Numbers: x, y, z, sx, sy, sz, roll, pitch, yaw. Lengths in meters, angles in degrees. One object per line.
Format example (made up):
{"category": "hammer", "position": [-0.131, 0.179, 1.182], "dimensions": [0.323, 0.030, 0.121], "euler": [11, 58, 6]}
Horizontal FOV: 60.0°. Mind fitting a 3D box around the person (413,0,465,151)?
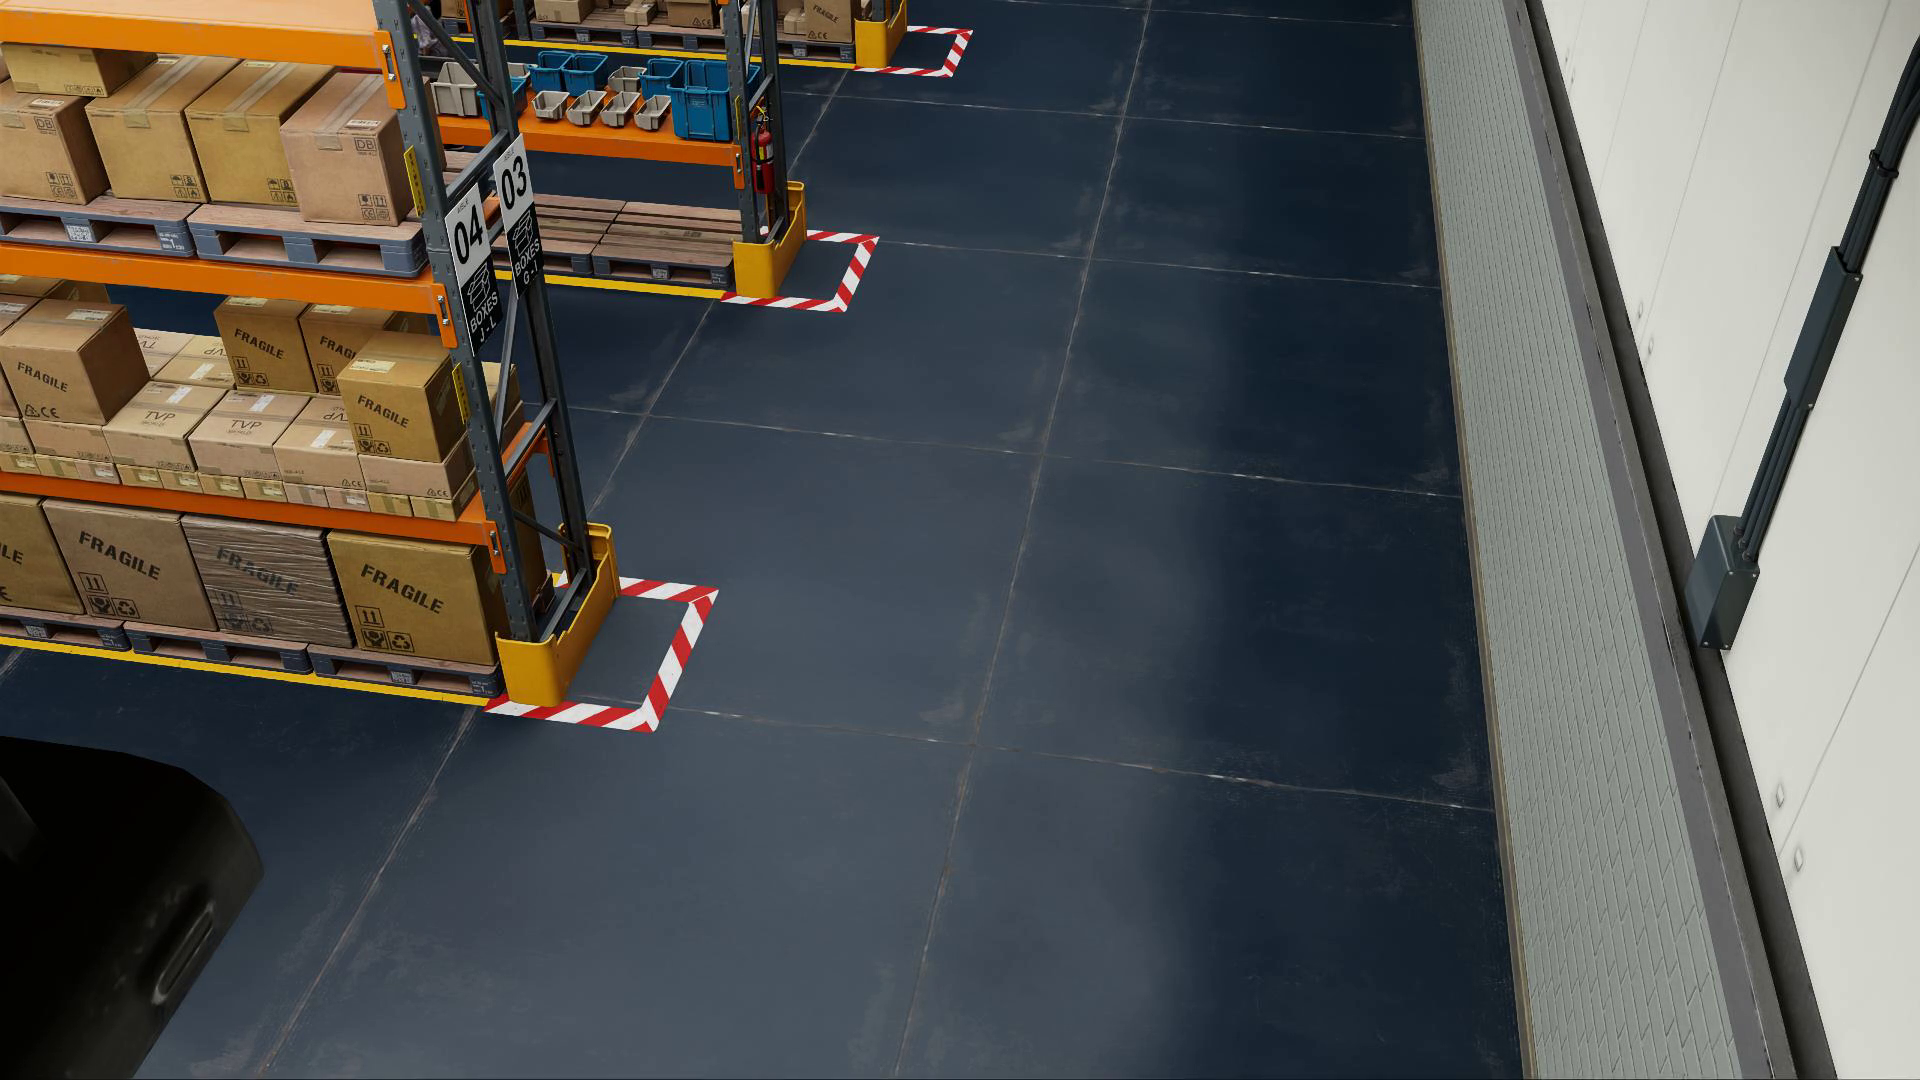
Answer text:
{"category": "person", "position": [-4.905, -4.529, 15.656], "dimensions": [0.528, 1.734, 0.604], "euler": [4, 38, 5]}
